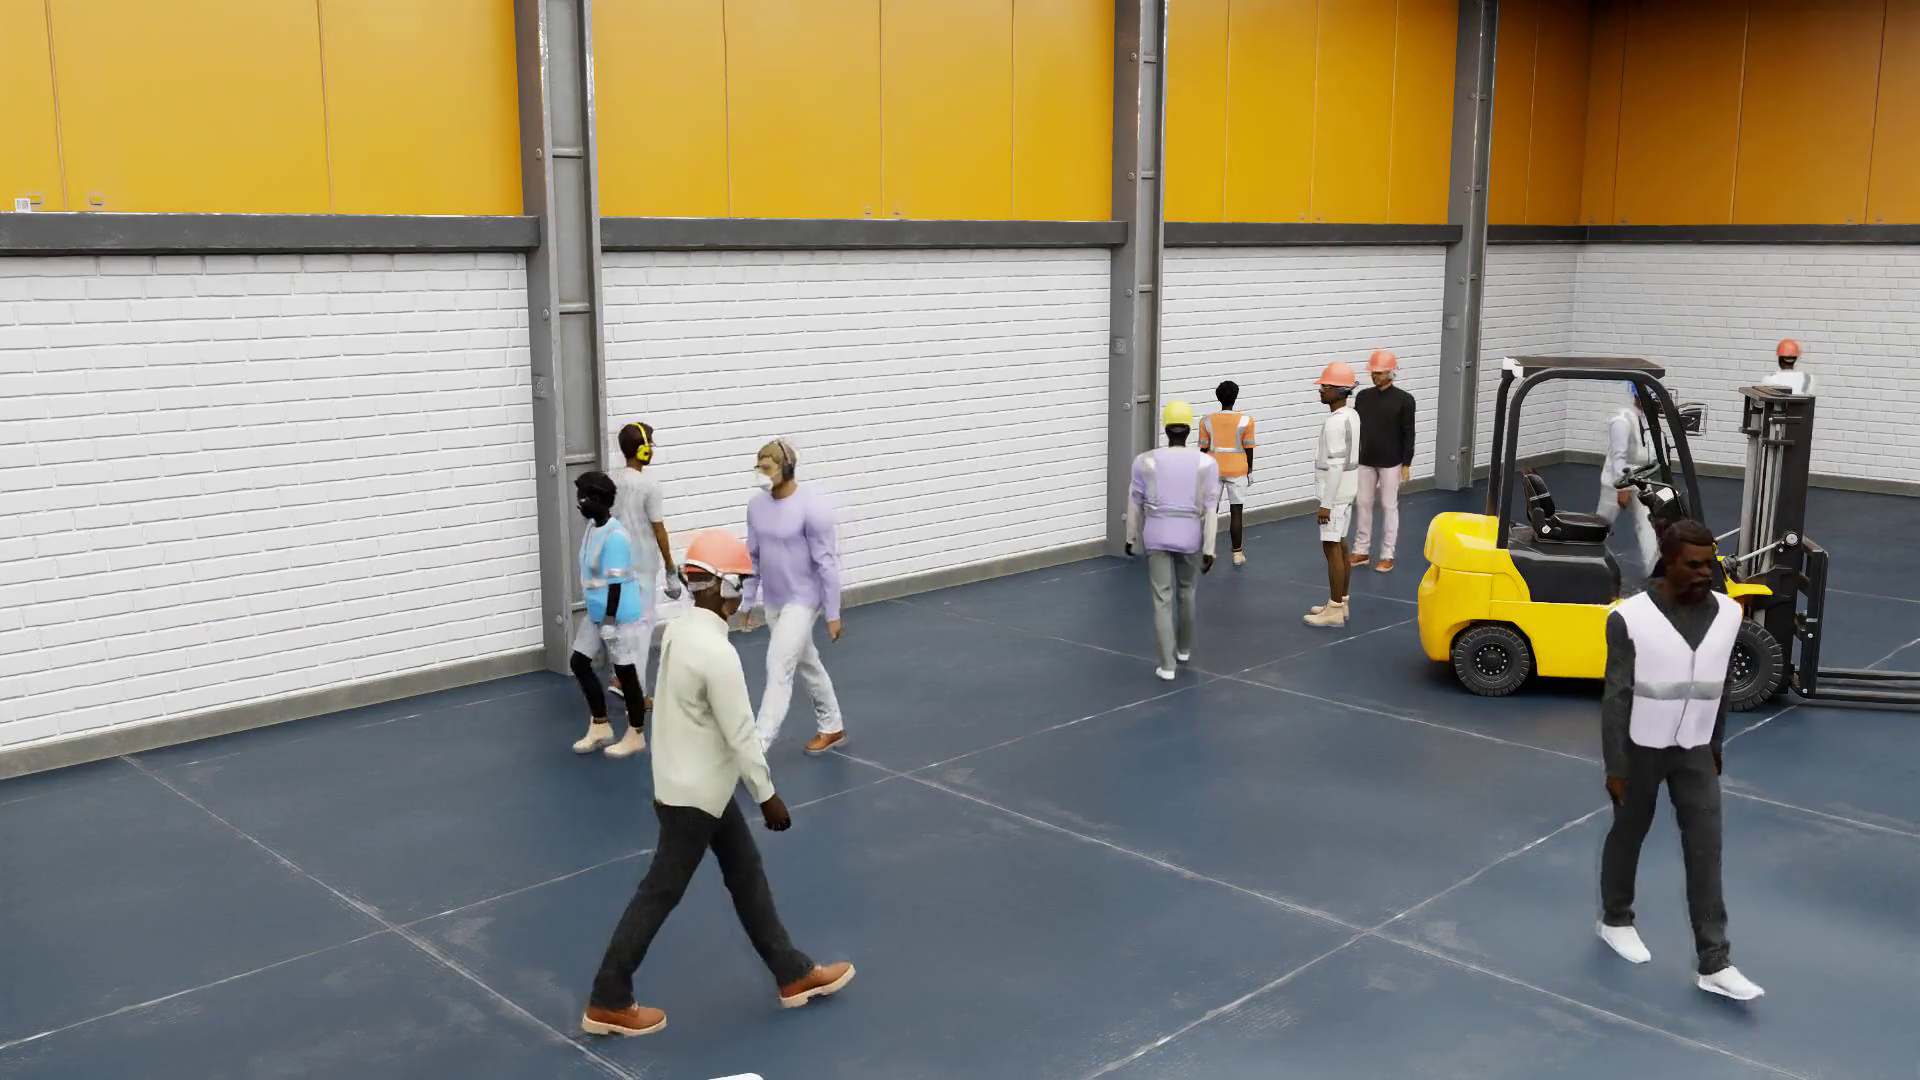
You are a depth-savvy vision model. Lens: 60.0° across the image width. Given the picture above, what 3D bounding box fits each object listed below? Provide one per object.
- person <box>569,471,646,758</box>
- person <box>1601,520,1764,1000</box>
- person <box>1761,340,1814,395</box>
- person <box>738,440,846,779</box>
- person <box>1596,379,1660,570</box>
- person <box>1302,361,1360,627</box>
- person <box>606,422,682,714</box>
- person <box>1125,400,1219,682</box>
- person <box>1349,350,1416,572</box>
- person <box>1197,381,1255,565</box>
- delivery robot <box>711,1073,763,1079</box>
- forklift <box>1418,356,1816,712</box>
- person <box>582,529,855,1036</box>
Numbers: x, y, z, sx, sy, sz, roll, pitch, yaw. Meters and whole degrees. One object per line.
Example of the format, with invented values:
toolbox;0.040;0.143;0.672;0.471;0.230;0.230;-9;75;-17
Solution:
person;-2.064;0.439;9.518;0.543;1.671;0.553;-6;12;-28
person;2.880;0.867;6.620;0.627;1.882;0.915;-2;11;-10
person;8.853;-1.195;17.886;0.544;1.892;1.010;3;11;14
person;-1.006;0.374;9.355;0.637;1.873;1.060;10;15;44
person;5.723;-0.503;14.180;0.625;1.868;1.029;-6;12;-30
person;2.879;-0.352;12.843;0.357;2.047;0.614;5;11;24
person;-1.991;0.181;10.457;0.524;1.853;0.408;9;14;40
person;1.447;-0.017;11.456;0.599;1.894;0.833;0;10;-1
person;3.774;-0.707;14.976;0.665;1.986;0.401;10;14;42
person;2.436;-0.612;15.242;0.531;1.694;0.320;4;11;21
delivery robot;-0.648;1.819;4.822;0.477;0.478;0.707;-4;11;-19
forklift;4.276;-0.101;11.076;2.313;2.155;1.214;2;11;13
person;-0.960;0.922;6.268;1.077;1.923;0.590;-3;11;-17
